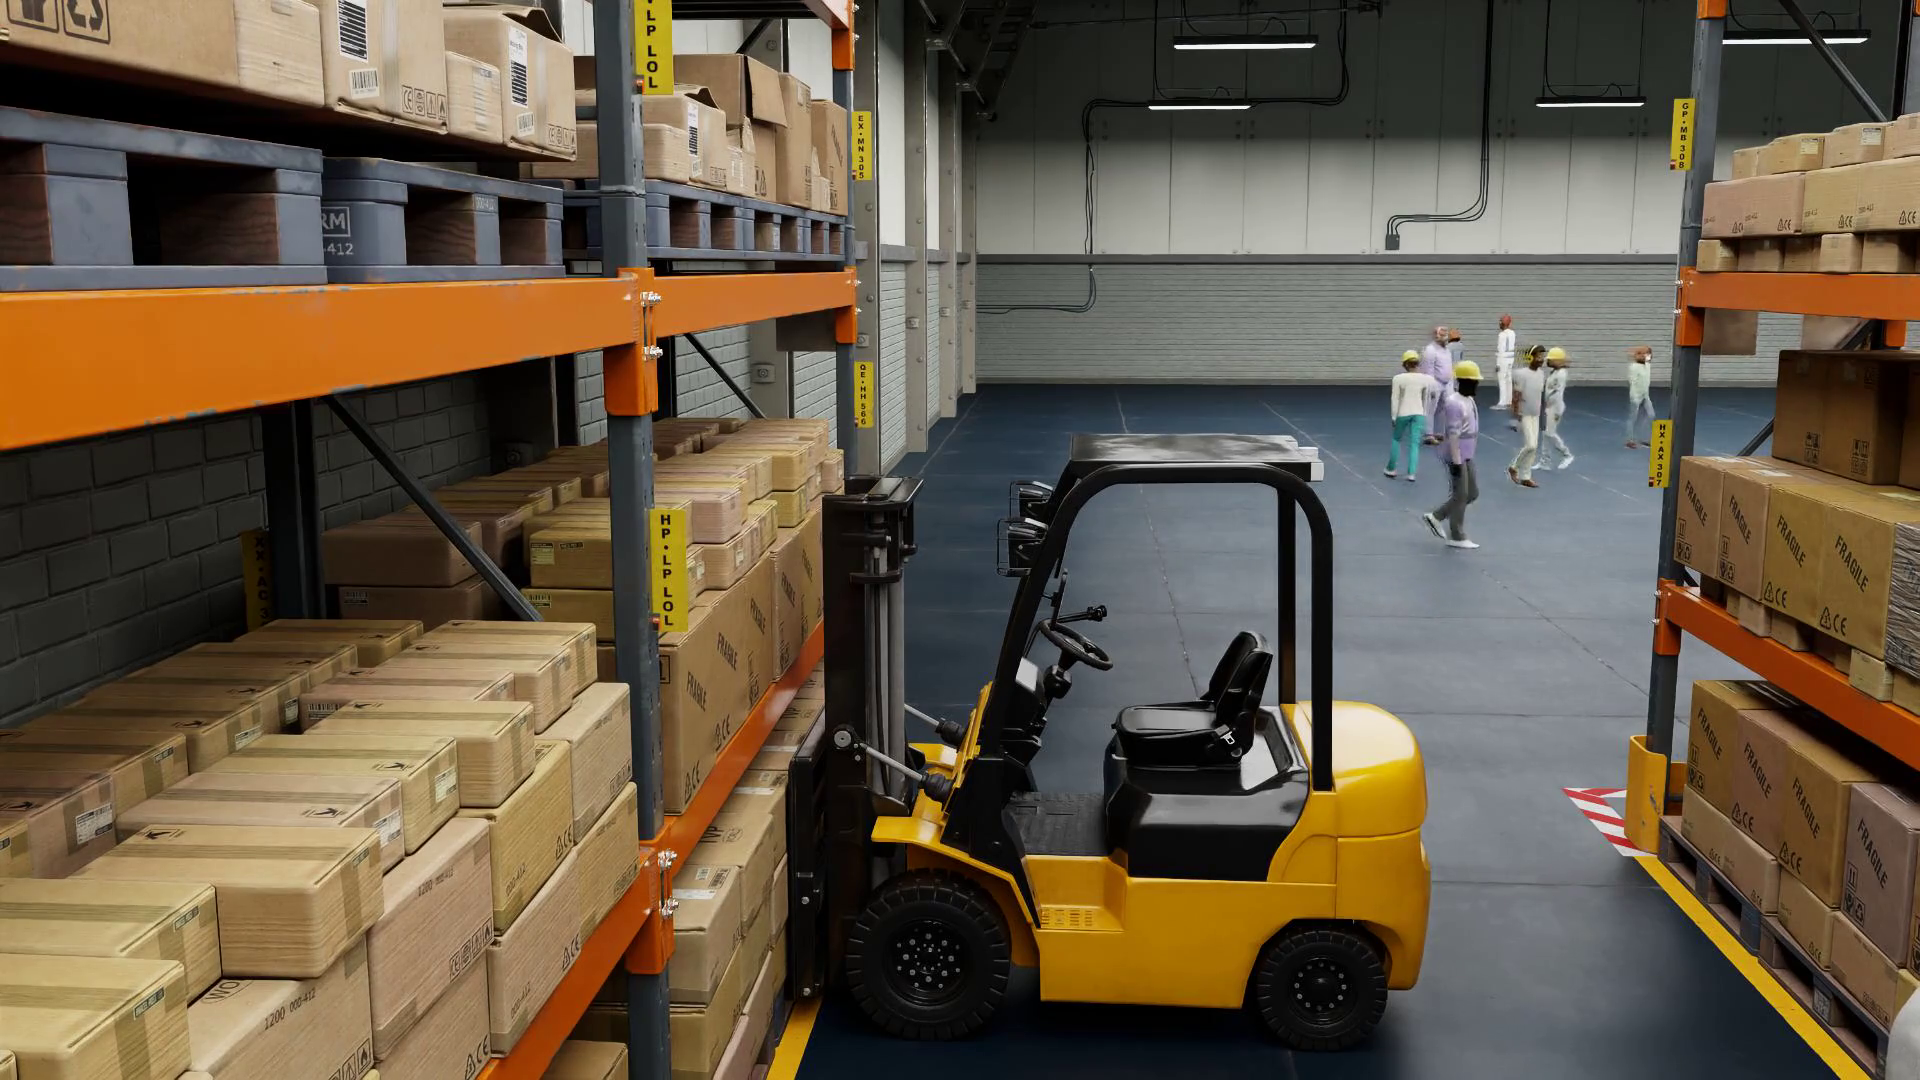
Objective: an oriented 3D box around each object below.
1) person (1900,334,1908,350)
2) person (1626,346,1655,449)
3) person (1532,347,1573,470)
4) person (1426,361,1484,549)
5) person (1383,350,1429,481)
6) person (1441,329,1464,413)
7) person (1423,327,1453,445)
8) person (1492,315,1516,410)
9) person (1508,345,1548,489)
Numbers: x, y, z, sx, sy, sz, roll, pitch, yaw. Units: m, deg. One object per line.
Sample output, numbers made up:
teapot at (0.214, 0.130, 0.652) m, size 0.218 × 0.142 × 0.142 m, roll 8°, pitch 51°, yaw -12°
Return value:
person at (18.229, -3.457, 32.546) m, size 0.734 × 1.920 × 0.561 m, roll -4°, pitch 10°, yaw -21°
person at (10.674, -2.213, 25.923) m, size 0.539 × 1.611 × 0.596 m, roll -7°, pitch 12°, yaw -35°
person at (8.271, -1.824, 23.219) m, size 0.486 × 1.736 × 0.503 m, roll 1°, pitch 9°, yaw 8°
person at (5.047, -0.868, 16.894) m, size 0.505 × 1.911 × 0.594 m, roll 7°, pitch 12°, yaw 35°
person at (5.991, -1.675, 22.319) m, size 0.533 × 1.742 × 0.739 m, roll 0°, pitch 9°, yaw -2°
person at (9.586, -3.281, 32.355) m, size 0.498 × 1.633 × 0.285 m, roll -5°, pitch 11°, yaw -30°
person at (7.690, -2.447, 26.512) m, size 0.681 × 1.887 × 0.617 m, roll -8°, pitch 13°, yaw -42°
person at (10.859, -3.539, 33.161) m, size 0.337 × 1.882 × 0.581 m, roll 9°, pitch 13°, yaw 43°
person at (7.346, -1.579, 21.362) m, size 0.547 × 1.852 × 0.394 m, roll -6°, pitch 11°, yaw -32°
